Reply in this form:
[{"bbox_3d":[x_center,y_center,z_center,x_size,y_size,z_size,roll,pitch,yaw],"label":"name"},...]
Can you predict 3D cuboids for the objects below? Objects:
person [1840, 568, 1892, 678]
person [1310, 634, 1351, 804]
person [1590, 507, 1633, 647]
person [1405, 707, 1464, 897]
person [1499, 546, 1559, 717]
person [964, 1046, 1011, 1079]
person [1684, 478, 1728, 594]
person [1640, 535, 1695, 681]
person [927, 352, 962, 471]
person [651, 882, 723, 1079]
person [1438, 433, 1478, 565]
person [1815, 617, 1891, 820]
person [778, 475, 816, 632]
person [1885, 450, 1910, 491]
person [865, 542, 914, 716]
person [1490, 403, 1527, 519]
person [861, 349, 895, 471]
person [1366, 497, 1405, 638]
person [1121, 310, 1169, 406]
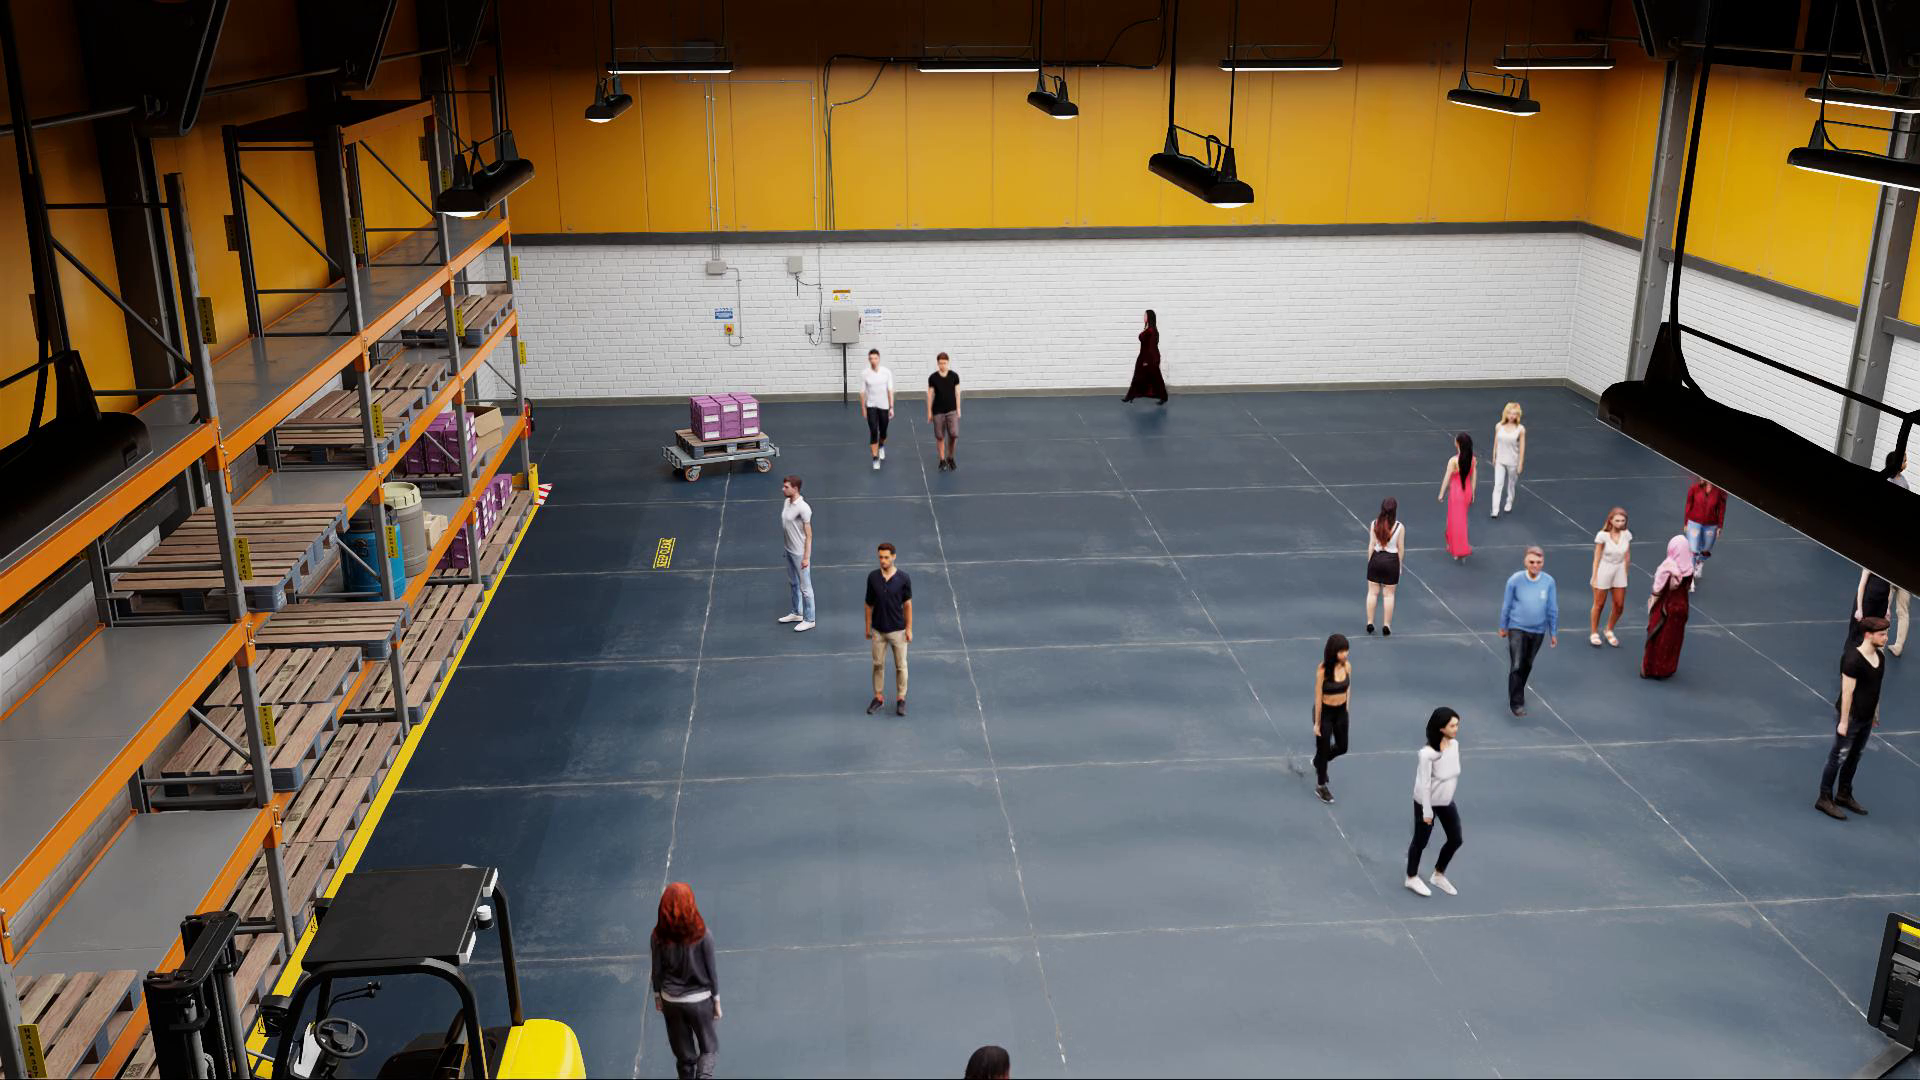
[{"bbox_3d":[9.788,0.678,17.891,0.624,1.744,0.580,-5,19,-15],"label":"person"},{"bbox_3d":[3.364,1.594,15.345,0.662,1.633,0.773,-7,20,-20],"label":"person"},{"bbox_3d":[7.344,0.406,18.811,0.604,1.672,0.620,0,19,-1],"label":"person"},{"bbox_3d":[3.822,2.128,13.675,0.745,1.687,0.781,-12,22,-33],"label":"person"},{"bbox_3d":[5.861,0.884,17.235,0.751,1.773,1.107,0,19,1],"label":"person"},{"bbox_3d":[0.158,3.581,9.310,0.826,1.720,0.692,-11,21,-29],"label":"person"},{"bbox_3d":[9.221,-0.187,20.674,0.871,1.607,1.124,6,19,17],"label":"person"},{"bbox_3d":[7.649,0.724,17.924,0.714,1.637,0.677,-6,20,-17],"label":"person"},{"bbox_3d":[-0.238,-2.011,25.713,0.673,1.849,0.619,-2,19,-5],"label":"person"},{"bbox_3d":[-1.779,3.061,10.774,0.665,1.772,0.673,2,19,6],"label":"person"},{"bbox_3d":[6.508,-0.515,21.493,0.737,1.707,0.881,-8,20,-22],"label":"person"},{"bbox_3d":[8.043,1.571,14.999,0.762,1.898,0.743,-10,21,-28],"label":"person"},{"bbox_3d":[-1.889,0.134,19.342,0.796,1.850,0.663,-12,22,-33],"label":"person"},{"bbox_3d":[11.543,-0.275,20.735,0.688,1.736,0.716,-15,24,-38],"label":"person"},{"bbox_3d":[-0.725,0.898,17.061,0.696,1.857,0.619,3,19,8],"label":"person"},{"bbox_3d":[7.752,-1.129,23.438,1.039,1.629,1.182,11,21,29],"label":"person"},{"bbox_3d":[-1.278,-2.081,25.948,0.679,1.832,1.161,-2,19,-7],"label":"person"},{"bbox_3d":[4.880,0.303,19.158,0.611,1.648,0.620,6,19,16],"label":"person"},{"bbox_3d":[3.444,-3.181,29.414,0.780,1.703,1.019,-3,19,-9],"label":"person"}]
